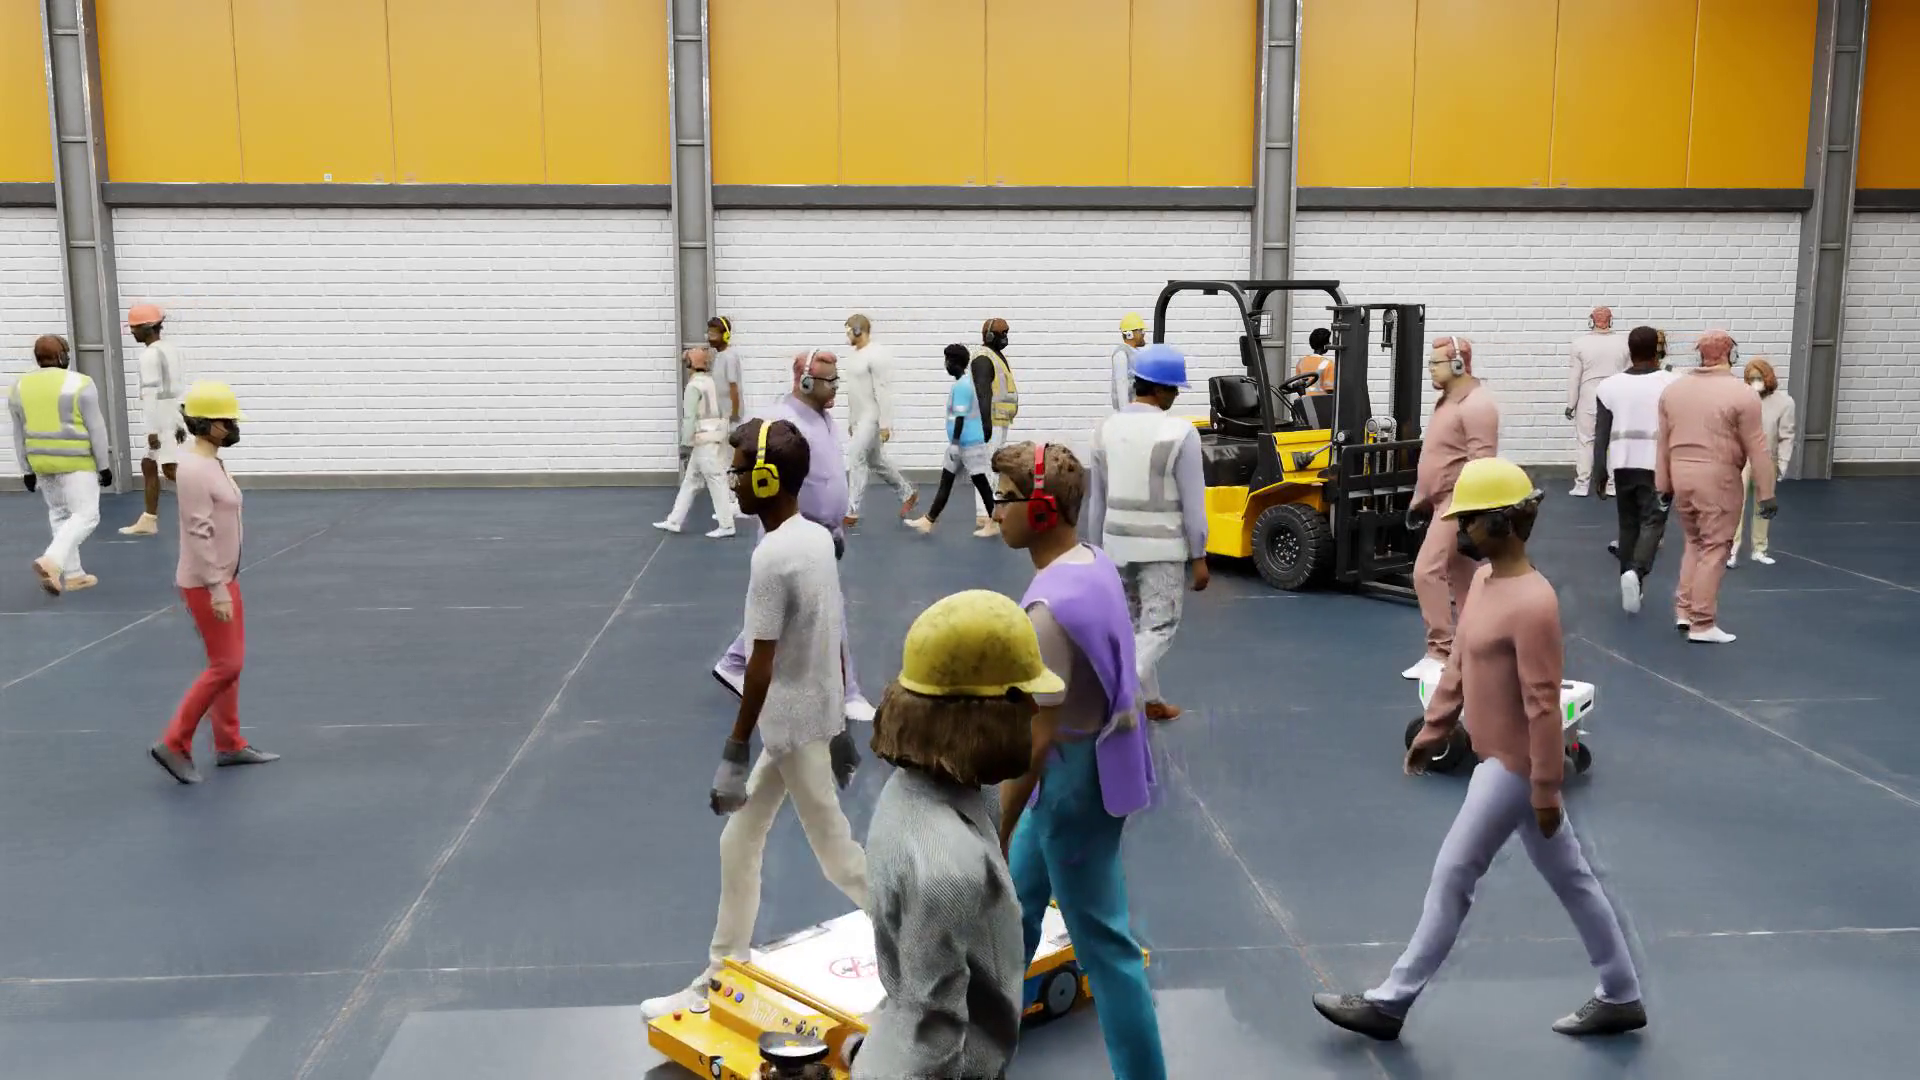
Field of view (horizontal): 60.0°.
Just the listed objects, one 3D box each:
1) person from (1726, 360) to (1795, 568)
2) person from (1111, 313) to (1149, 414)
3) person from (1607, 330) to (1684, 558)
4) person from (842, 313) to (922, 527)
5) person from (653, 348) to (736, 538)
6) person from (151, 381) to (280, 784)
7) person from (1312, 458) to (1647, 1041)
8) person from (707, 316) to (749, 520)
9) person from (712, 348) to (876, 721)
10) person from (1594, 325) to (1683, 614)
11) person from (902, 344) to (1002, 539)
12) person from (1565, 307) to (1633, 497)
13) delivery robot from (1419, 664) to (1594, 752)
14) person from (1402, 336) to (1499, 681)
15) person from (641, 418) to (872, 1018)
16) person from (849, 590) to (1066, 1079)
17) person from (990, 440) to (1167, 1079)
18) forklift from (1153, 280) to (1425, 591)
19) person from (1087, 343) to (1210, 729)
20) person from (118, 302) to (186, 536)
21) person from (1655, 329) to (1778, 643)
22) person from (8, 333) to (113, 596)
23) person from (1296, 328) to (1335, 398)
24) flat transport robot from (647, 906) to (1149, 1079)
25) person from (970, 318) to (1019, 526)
[{"bbox_3d":[5.997,-0.567,12.575,0.527,1.572,0.733,3,9,15],"label":"person"},{"bbox_3d":[1.724,-1.349,16.671,0.404,1.837,0.590,3,10,20],"label":"person"},{"bbox_3d":[5.327,-0.739,12.983,0.955,1.782,0.559,-8,12,-40],"label":"person"},{"bbox_3d":[-0.765,-1.071,14.781,0.948,1.894,0.643,-5,10,-28],"label":"person"},{"bbox_3d":[-2.263,-0.811,13.990,0.806,1.592,0.546,1,9,5],"label":"person"},{"bbox_3d":[-3.312,0.185,7.305,0.470,1.754,0.532,-2,9,-12],"label":"person"},{"bbox_3d":[1.552,0.618,4.747,0.979,1.699,0.521,1,9,6],"label":"person"},{"bbox_3d":[-2.127,-1.084,14.973,0.507,1.844,0.625,-2,9,-14],"label":"person"},{"bbox_3d":[-0.838,-0.033,8.367,0.971,1.872,0.671,2,9,13],"label":"person"},{"bbox_3d":[4.471,-0.463,10.945,0.604,1.892,0.820,5,11,31],"label":"person"},{"bbox_3d":[-0.042,-0.817,13.914,0.870,1.627,0.553,-1,9,-5],"label":"person"},{"bbox_3d":[6.361,-1.367,16.583,0.636,1.903,0.405,1,9,5],"label":"person"},{"bbox_3d":[2.432,0.717,7.415,0.707,0.478,0.477,6,11,35],"label":"delivery robot"},{"bbox_3d":[2.656,-0.175,9.153,0.655,1.880,0.643,1,9,5],"label":"person"},{"bbox_3d":[-0.426,0.558,4.771,1.001,1.818,0.534,1,9,5],"label":"person"},{"bbox_3d":[0.070,0.928,2.697,0.685,1.716,0.512,-1,9,-8],"label":"person"},{"bbox_3d":[0.144,0.654,4.184,0.912,1.799,0.596,2,9,11],"label":"person"},{"bbox_3d":[2.301,-0.860,12.475,1.214,2.155,2.313,-6,11,-35],"label":"forklift"},{"bbox_3d":[0.850,0.036,7.766,0.622,1.910,0.925,9,12,43],"label":"person"},{"bbox_3d":[-6.657,-1.008,14.047,0.955,2.005,0.608,-1,9,-9],"label":"person"},{"bbox_3d":[4.555,-0.312,10.004,0.479,1.893,0.699,-4,10,-24],"label":"person"},{"bbox_3d":[-6.214,-0.509,11.452,0.634,1.818,0.720,1,9,9],"label":"person"},{"bbox_3d":[3.596,-1.298,16.819,0.321,1.690,0.527,-6,11,-32],"label":"person"},{"bbox_3d":[-0.145,1.298,4.945,1.431,0.197,0.652,-9,13,-43],"label":"flat transport robot"},{"bbox_3d":[0.304,-1.042,14.731,0.429,1.840,0.635,2,9,13],"label":"person"}]
